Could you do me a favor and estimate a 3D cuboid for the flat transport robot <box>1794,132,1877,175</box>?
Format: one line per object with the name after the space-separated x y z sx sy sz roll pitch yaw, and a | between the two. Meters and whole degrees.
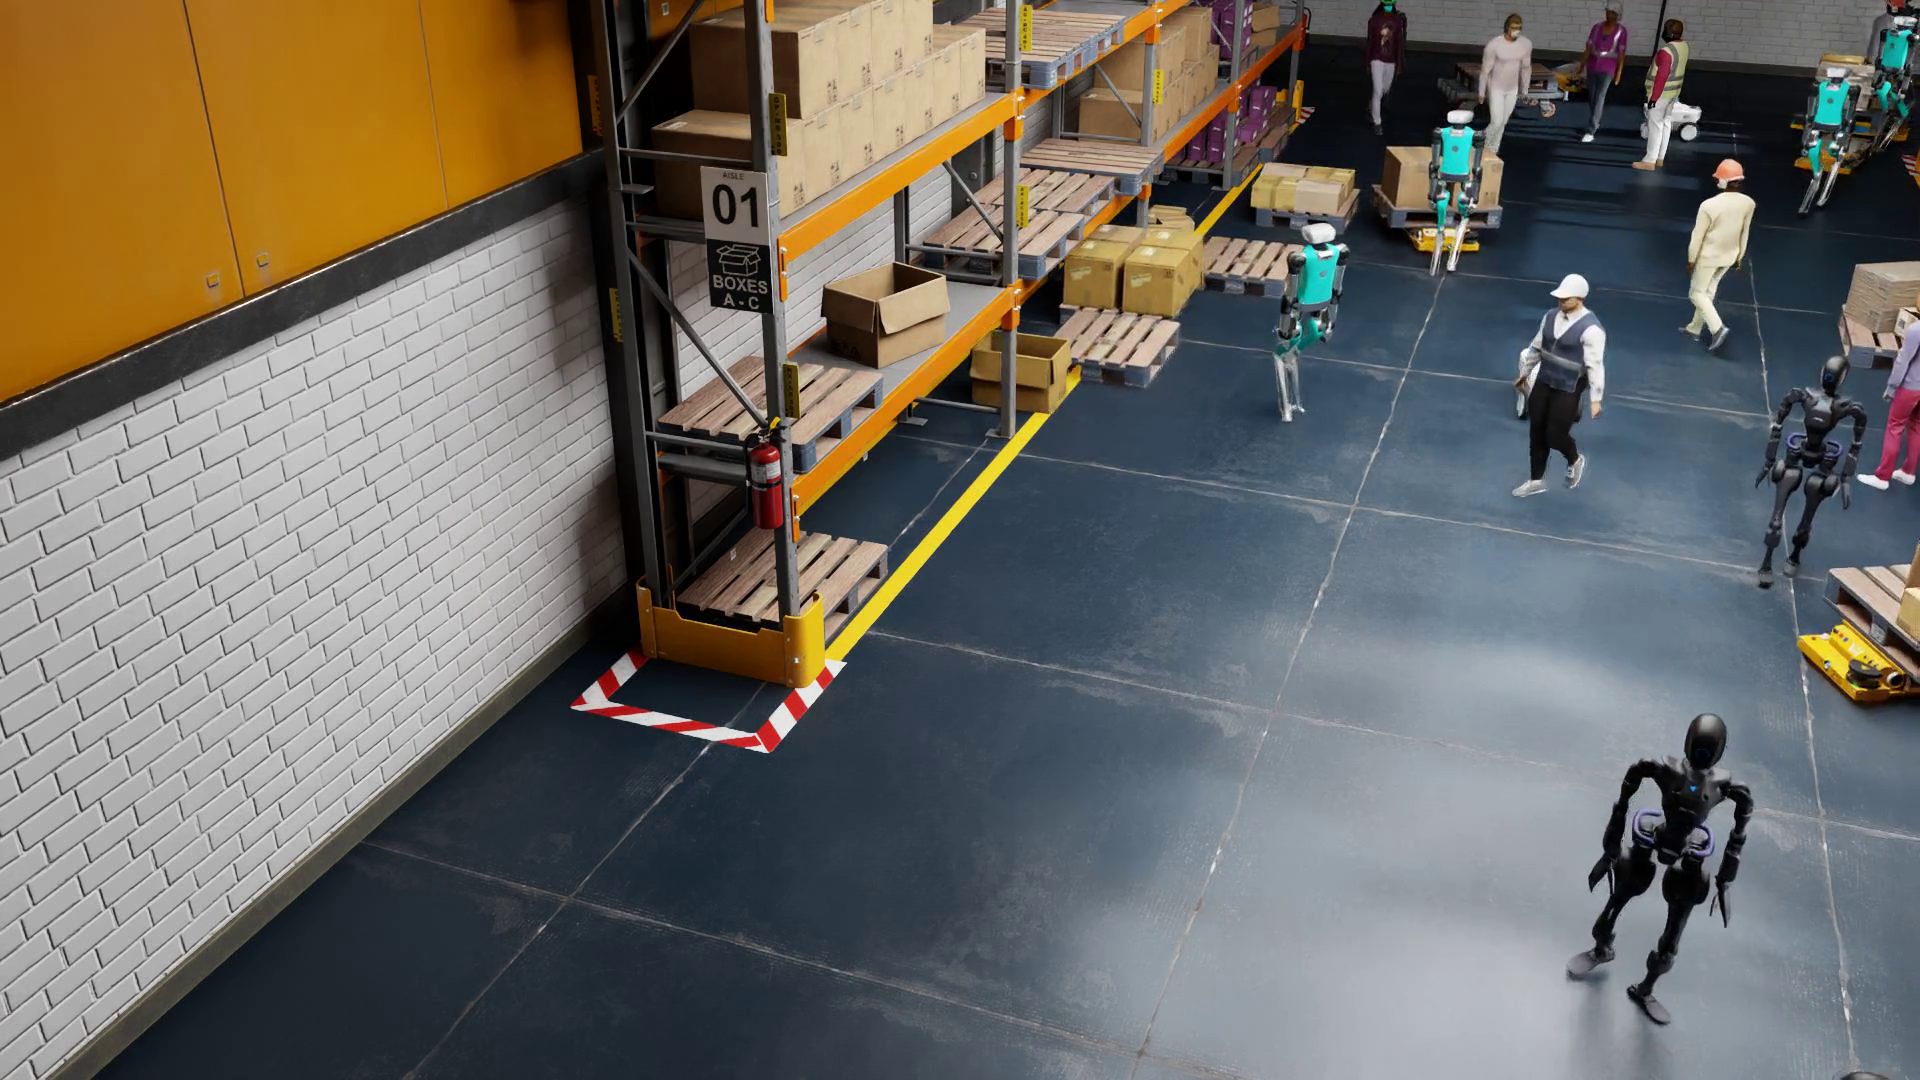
11.284 -4.975 21.400 0.659 0.231 1.431 20 33 33 | flat transport robot

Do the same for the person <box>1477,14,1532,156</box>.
6.807 -5.593 20.804 0.645 1.924 0.492 -9 29 -17 | person

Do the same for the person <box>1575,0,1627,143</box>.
8.610 -6.315 22.347 0.524 1.826 0.871 23 35 37 | person

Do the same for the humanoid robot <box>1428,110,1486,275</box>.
5.093 -3.522 17.069 0.536 1.853 0.765 13 30 24 | humanoid robot

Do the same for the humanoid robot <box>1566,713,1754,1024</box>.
3.161 1.425 7.456 0.613 1.648 0.452 11 29 20 | humanoid robot

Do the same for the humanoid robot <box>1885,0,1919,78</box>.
13.684 -7.275 24.382 0.782 1.629 0.593 -17 32 -29 | humanoid robot

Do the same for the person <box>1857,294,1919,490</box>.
7.183 -1.153 12.503 0.513 1.623 0.308 -9 29 -17 | person

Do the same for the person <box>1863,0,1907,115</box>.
12.967 -6.720 23.196 0.840 1.711 0.575 6 28 11 | person

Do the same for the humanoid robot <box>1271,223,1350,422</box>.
2.732 -1.779 13.625 0.579 1.797 0.817 -11 29 -21 | humanoid robot

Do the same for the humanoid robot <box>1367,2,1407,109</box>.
6.142 -7.061 23.944 0.597 1.623 0.722 10 29 18 | humanoid robot

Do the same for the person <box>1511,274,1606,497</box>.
4.469 -1.133 12.336 0.492 1.739 0.778 -15 31 -26 | person

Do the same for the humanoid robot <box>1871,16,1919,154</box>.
12.193 -5.878 21.584 0.705 1.816 0.530 -11 29 -20 | humanoid robot

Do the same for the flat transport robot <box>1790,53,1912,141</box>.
12.228 -5.710 22.827 1.431 0.231 0.659 15 31 27 | flat transport robot

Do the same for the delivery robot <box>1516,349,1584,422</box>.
4.949 -1.341 14.028 0.499 0.585 0.784 2 27 4 | delivery robot

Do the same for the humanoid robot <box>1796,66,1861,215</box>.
9.935 -4.562 19.022 0.547 1.745 1.029 21 34 34 | humanoid robot

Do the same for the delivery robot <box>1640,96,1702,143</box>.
9.644 -5.692 22.501 0.811 0.614 0.499 8 28 15 | delivery robot

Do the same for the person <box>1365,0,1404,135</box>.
5.759 -6.587 22.736 0.483 1.913 0.885 -3 27 -5 | person

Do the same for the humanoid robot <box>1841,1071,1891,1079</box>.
2.897 2.387 5.619 0.626 1.643 0.610 16 31 27 | humanoid robot

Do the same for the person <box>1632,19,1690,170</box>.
8.803 -5.588 20.875 0.429 1.841 0.633 24 36 38 | person

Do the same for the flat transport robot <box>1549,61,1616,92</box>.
9.488 -7.121 25.564 0.659 0.231 1.431 24 36 38 | flat transport robot

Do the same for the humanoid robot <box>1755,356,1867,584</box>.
5.689 -0.470 11.160 0.601 1.630 0.560 18 32 31 | humanoid robot

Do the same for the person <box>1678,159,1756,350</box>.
6.933 -2.594 15.189 0.566 1.730 0.670 -8 28 -14 | person

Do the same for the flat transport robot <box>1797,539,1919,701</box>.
6.075 0.724 10.347 1.431 0.231 0.659 -2 27 -5 | flat transport robot

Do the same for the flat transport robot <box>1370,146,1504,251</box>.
5.279 -3.523 18.583 0.659 0.231 1.431 0 27 0 | flat transport robot
